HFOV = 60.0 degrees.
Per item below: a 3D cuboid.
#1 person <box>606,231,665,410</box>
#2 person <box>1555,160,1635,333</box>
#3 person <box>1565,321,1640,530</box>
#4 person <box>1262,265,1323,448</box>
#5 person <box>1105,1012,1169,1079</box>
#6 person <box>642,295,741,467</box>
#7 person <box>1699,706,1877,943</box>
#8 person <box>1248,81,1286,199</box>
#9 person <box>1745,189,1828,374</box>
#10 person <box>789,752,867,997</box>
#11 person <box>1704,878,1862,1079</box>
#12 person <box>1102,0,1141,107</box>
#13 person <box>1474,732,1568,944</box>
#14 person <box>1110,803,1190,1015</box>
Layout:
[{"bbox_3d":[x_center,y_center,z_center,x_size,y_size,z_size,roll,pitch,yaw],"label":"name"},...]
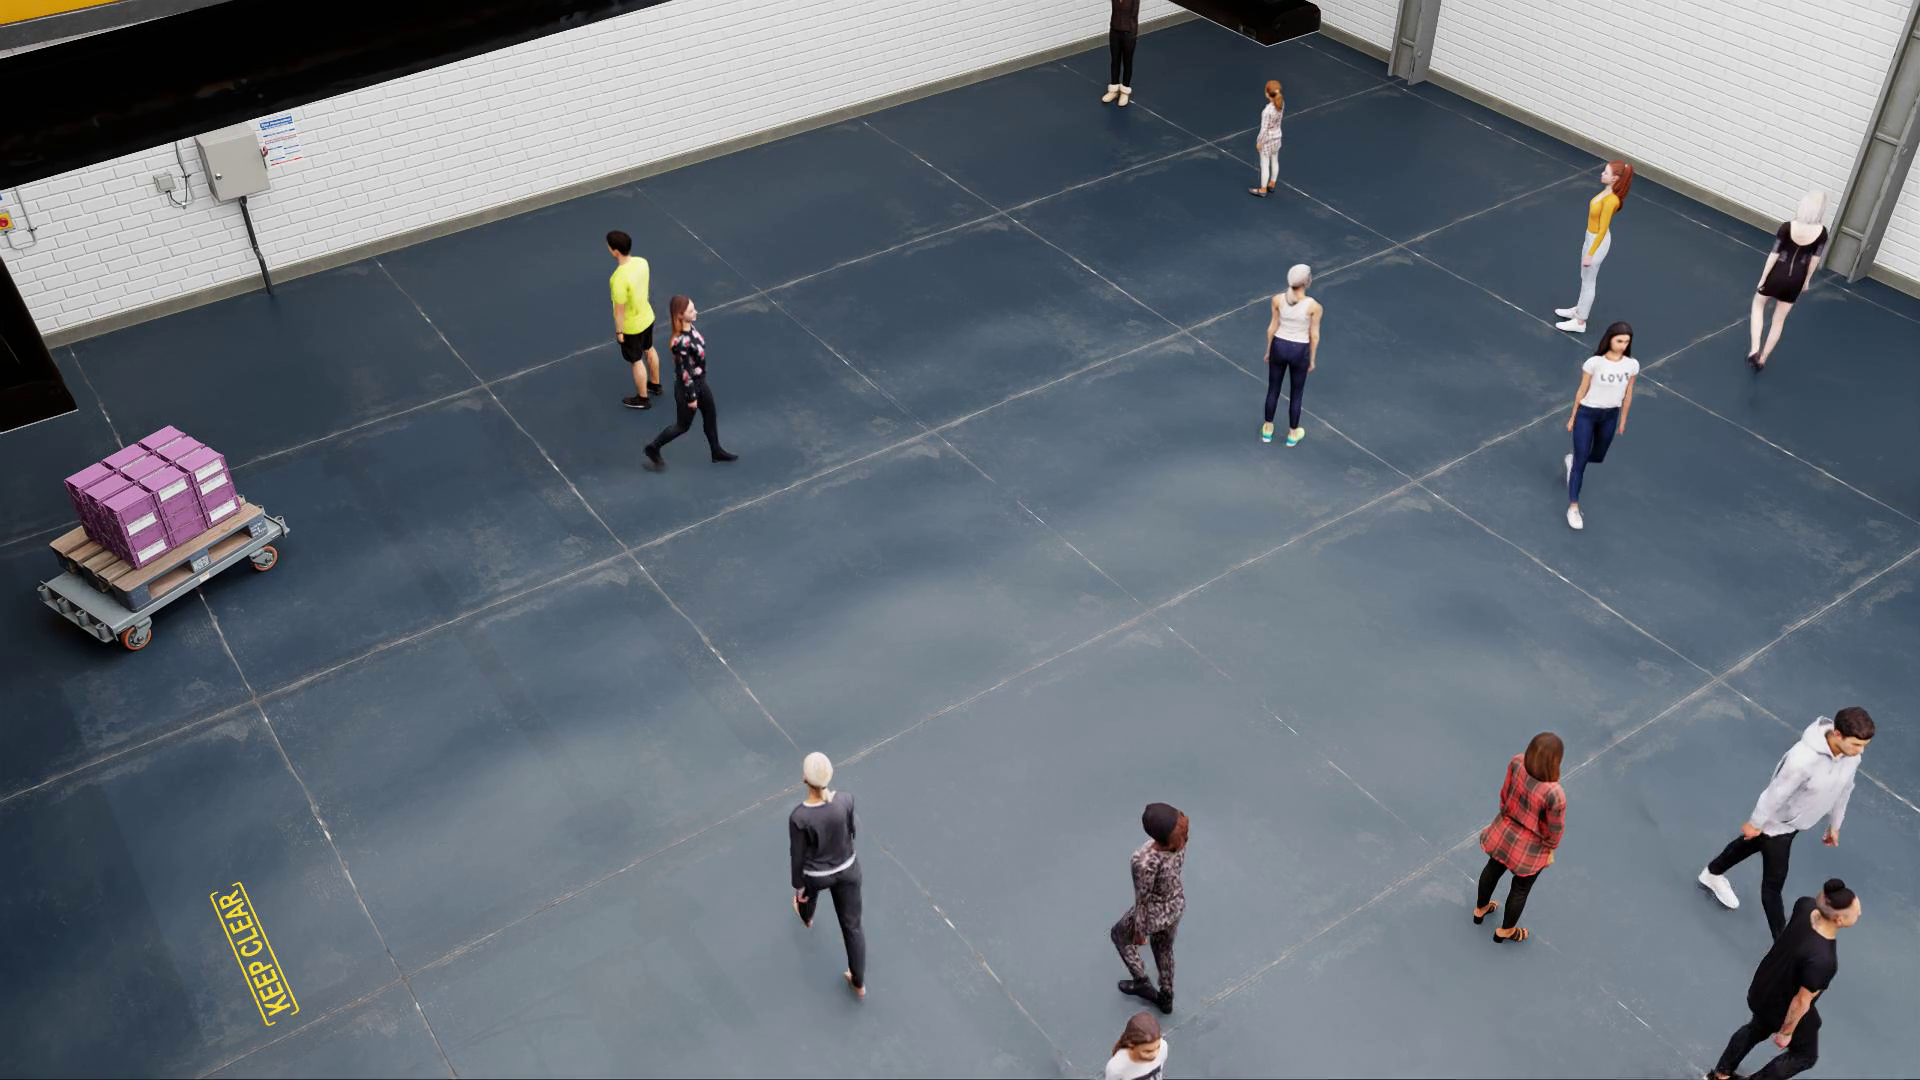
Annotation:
[{"bbox_3d":[-2.868,-1.964,14.722,0.712,1.706,0.711,15,41,18],"label":"person"},{"bbox_3d":[6.013,-2.788,15.718,0.733,1.751,0.685,11,40,13],"label":"person"},{"bbox_3d":[5.138,-1.007,13.483,0.960,1.756,1.110,0,39,-1],"label":"person"},{"bbox_3d":[2.821,-1.576,14.238,0.637,1.703,0.745,16,41,19],"label":"person"},{"bbox_3d":[0.830,2.934,8.742,0.684,1.516,1.099,-16,41,-19],"label":"person"},{"bbox_3d":[-2.342,-1.290,13.917,1.019,1.657,1.055,0,39,0],"label":"person"},{"bbox_3d":[4.941,1.614,10.109,0.827,1.872,1.231,-17,42,-20],"label":"person"},{"bbox_3d":[3.373,-4.358,18.036,0.551,1.311,0.537,-30,47,-32],"label":"person"},{"bbox_3d":[7.464,-2.287,15.036,0.720,1.819,0.786,9,39,11],"label":"person"},{"bbox_3d":[-0.740,1.984,9.797,0.795,1.684,1.181,-14,41,-17],"label":"person"},{"bbox_3d":[4.430,2.461,9.067,0.890,1.850,0.839,8,39,9],"label":"person"},{"bbox_3d":[1.960,-6.080,19.913,0.740,1.660,0.674,-13,40,-15],"label":"person"},{"bbox_3d":[3.393,1.785,10.031,0.687,1.702,0.511,-19,42,-22],"label":"person"},{"bbox_3d":[1.191,2.176,9.541,0.669,1.702,0.701,-32,48,-34],"label":"person"}]
